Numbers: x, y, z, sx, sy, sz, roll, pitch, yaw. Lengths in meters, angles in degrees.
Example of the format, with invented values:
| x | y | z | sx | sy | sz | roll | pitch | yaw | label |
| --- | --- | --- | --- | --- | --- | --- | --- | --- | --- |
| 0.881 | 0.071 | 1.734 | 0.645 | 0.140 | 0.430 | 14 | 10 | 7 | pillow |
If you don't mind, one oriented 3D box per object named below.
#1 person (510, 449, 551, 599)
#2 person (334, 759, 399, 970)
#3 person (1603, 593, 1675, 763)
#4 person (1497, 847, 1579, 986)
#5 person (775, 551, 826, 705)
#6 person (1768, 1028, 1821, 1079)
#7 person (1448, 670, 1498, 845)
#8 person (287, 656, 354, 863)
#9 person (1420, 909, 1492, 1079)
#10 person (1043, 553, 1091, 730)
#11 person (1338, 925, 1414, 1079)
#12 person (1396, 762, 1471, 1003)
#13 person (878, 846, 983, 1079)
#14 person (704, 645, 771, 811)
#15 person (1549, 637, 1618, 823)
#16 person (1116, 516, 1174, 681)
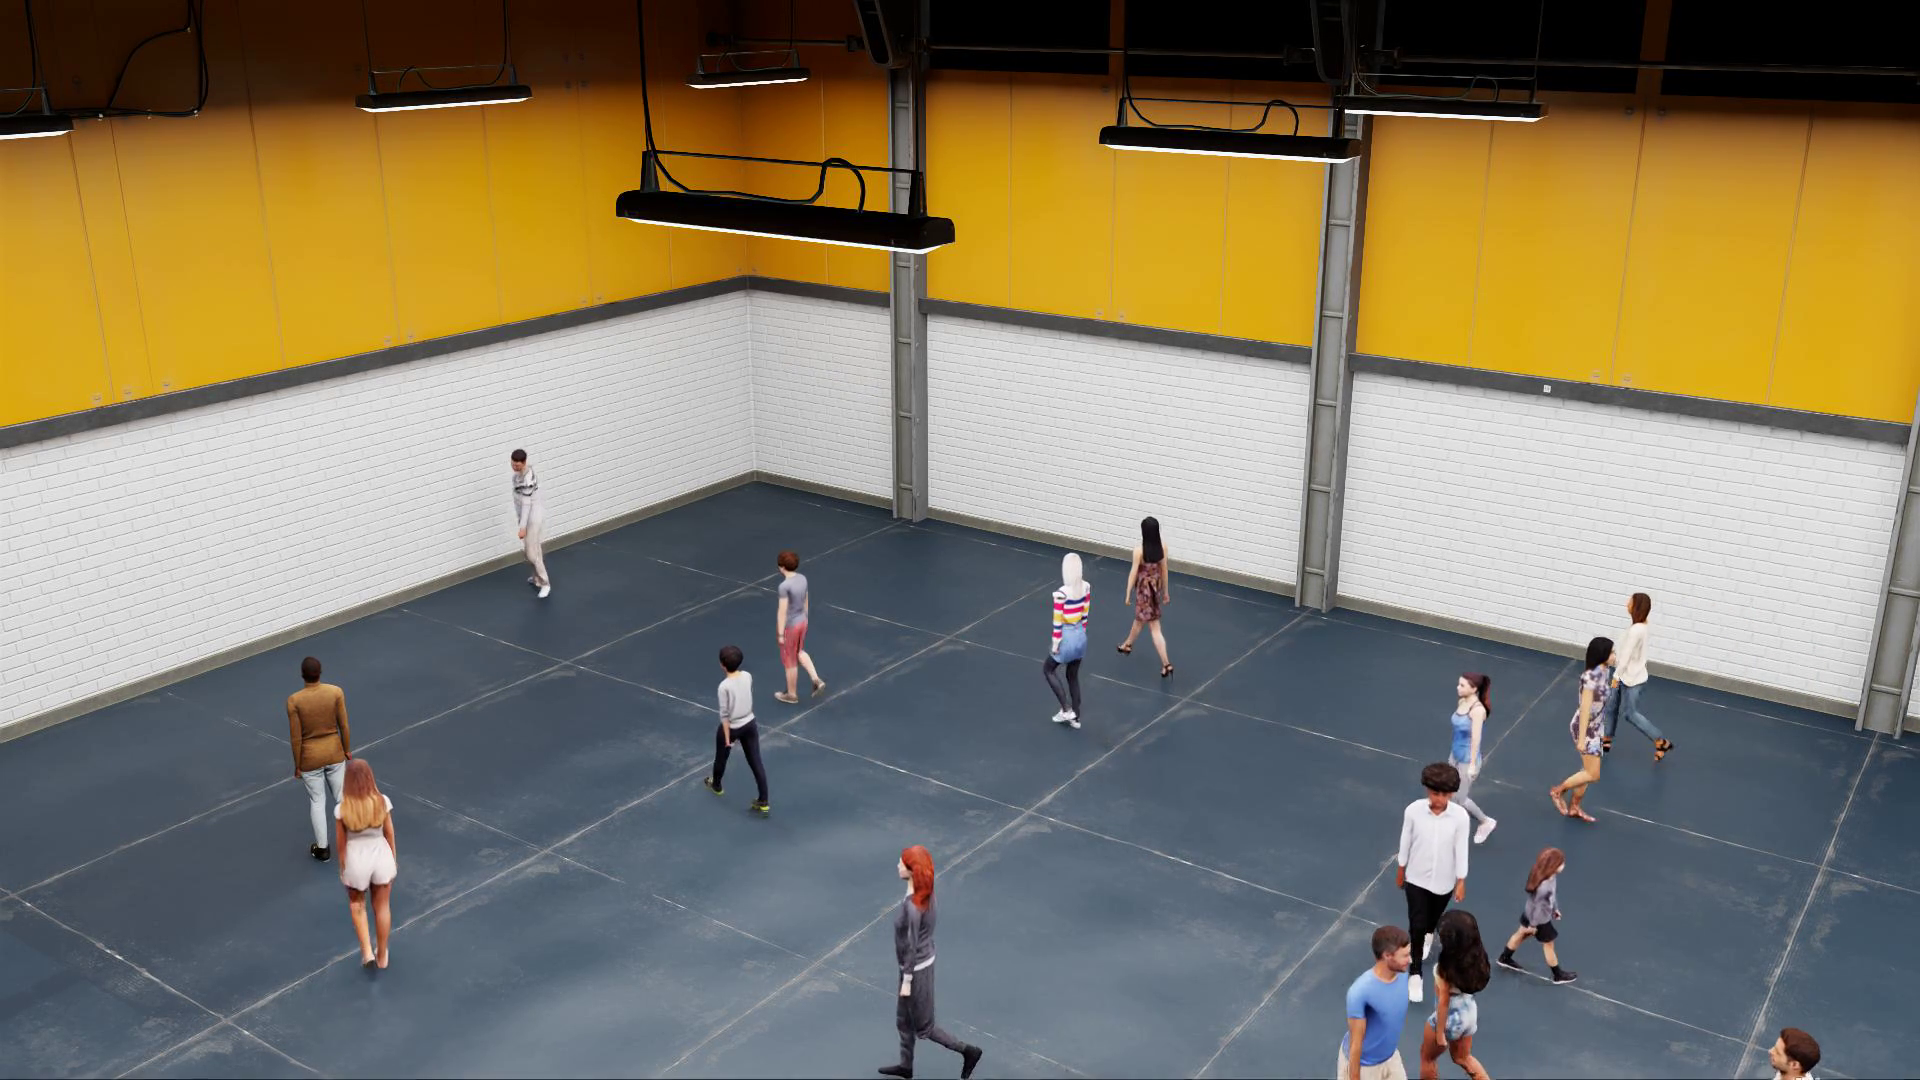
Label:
| x | y | z | sx | sy | sz | roll | pitch | yaw | label |
| --- | --- | --- | --- | --- | --- | --- | --- | --- | --- |
| -5.175 | -0.270 | 20.068 | 0.992 | 1.821 | 0.902 | 0 | 19 | 1 | person |
| -4.352 | 2.436 | 12.247 | 0.727 | 1.684 | 0.789 | -7 | 20 | -21 | person |
| 6.375 | 1.319 | 15.609 | 1.042 | 1.656 | 0.715 | 9 | 21 | 25 | person |
| 4.223 | 2.745 | 12.280 | 0.827 | 1.076 | 0.584 | 8 | 20 | 22 | person |
| -1.622 | 0.906 | 16.853 | 0.789 | 1.644 | 0.580 | 13 | 22 | 33 | person |
| 4.460 | 3.456 | 8.943 | 0.920 | 1.858 | 0.691 | 11 | 22 | 30 | person |
| 4.338 | 1.865 | 14.070 | 0.865 | 1.602 | 0.794 | -1 | 19 | -4 | person |
| -5.327 | 1.811 | 13.895 | 0.701 | 1.817 | 0.674 | -12 | 22 | -31 | person |
| 3.178 | 3.079 | 10.497 | 0.976 | 1.581 | 0.640 | 17 | 25 | 41 | person |
| 1.134 | 1.015 | 16.286 | 0.736 | 1.798 | 0.694 | -16 | 24 | -39 | person |
| 2.415 | 3.094 | 10.043 | 0.903 | 1.844 | 1.031 | -11 | 22 | -30 | person |
| 3.448 | 2.410 | 12.191 | 1.142 | 1.769 | 0.986 | 5 | 19 | 14 | person |
| -0.206 | 2.836 | 10.940 | 1.031 | 1.759 | 0.878 | 1 | 19 | 4 | person |
| -1.912 | 1.693 | 14.725 | 0.700 | 1.509 | 1.099 | -17 | 25 | -41 | person |
| 5.412 | 1.652 | 14.520 | 0.670 | 1.718 | 0.625 | 15 | 24 | 37 | person |
| 2.028 | 0.652 | 17.498 | 0.938 | 1.712 | 1.257 | -11 | 21 | -29 | person |
